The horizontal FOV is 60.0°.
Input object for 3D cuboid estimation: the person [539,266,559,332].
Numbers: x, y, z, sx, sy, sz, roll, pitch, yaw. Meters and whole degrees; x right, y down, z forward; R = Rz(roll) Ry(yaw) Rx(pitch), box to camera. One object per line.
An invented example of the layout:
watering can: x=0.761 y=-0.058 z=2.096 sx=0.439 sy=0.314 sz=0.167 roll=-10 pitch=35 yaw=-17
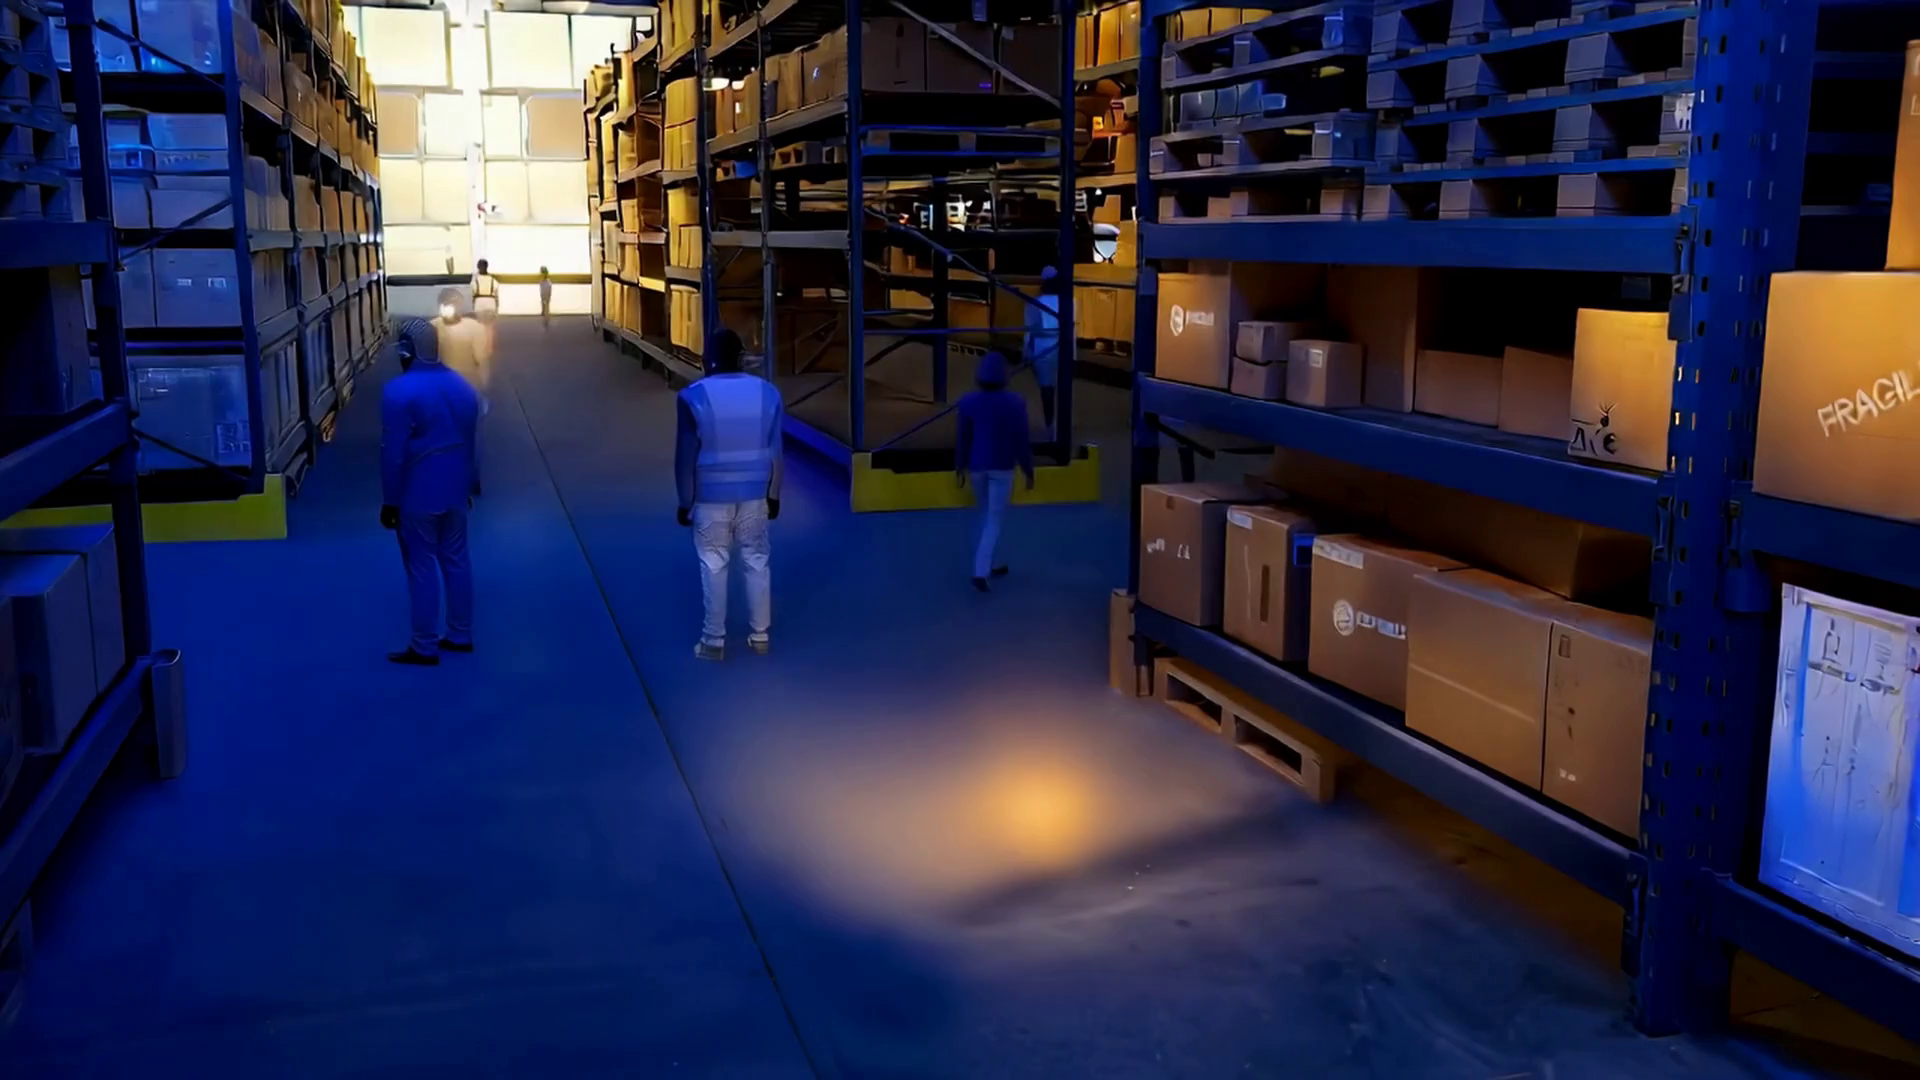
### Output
person: x=-10.249 y=-5.978 z=41.266 sx=0.415 sy=1.628 sz=0.531 roll=-3 pitch=11 yaw=-14

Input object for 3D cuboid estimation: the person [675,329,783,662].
person: x=-1.291 y=-0.246 z=9.265 sx=0.634 sy=1.842 sz=0.429 roll=-6 pitch=12 yaw=-29

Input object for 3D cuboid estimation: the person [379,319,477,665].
person: x=-2.962 y=-0.267 z=9.231 sx=0.400 sy=1.902 sz=0.642 roll=5 pitch=11 yaw=25

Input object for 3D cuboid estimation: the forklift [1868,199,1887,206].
forklift: x=11.338 y=-2.915 z=21.052 sx=1.129 sy=2.768 sz=1.873 roll=-3 pitch=11 yaw=-17

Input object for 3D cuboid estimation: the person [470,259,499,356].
person: x=-9.491 y=-4.632 z=33.167 sx=0.568 sy=1.890 sz=0.946 roll=-5 pitch=12 yaw=-27

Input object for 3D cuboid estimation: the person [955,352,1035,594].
person: x=0.220 y=-0.456 z=11.118 sx=0.510 sy=1.590 sz=0.872 roll=4 pitch=11 yaw=21

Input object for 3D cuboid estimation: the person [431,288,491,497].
person: x=-4.498 y=-1.278 z=14.779 sx=0.672 sy=1.889 sz=0.991 roll=0 pitch=10 yaw=-1

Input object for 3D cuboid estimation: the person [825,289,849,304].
person: x=-2.283 y=-4.370 z=31.869 sx=0.633 sy=1.845 sz=0.429 roll=-9 pitch=14 yaw=-41

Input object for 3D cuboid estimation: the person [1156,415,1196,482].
person: x=1.826 y=-1.056 z=14.251 sx=0.574 sy=1.631 sz=0.886 roll=7 pitch=12 yaw=33

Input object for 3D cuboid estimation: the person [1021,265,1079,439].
person: x=0.995 y=-2.121 z=19.050 sx=0.646 sy=2.017 sz=0.792 roll=-2 pitch=11 yaw=-13
